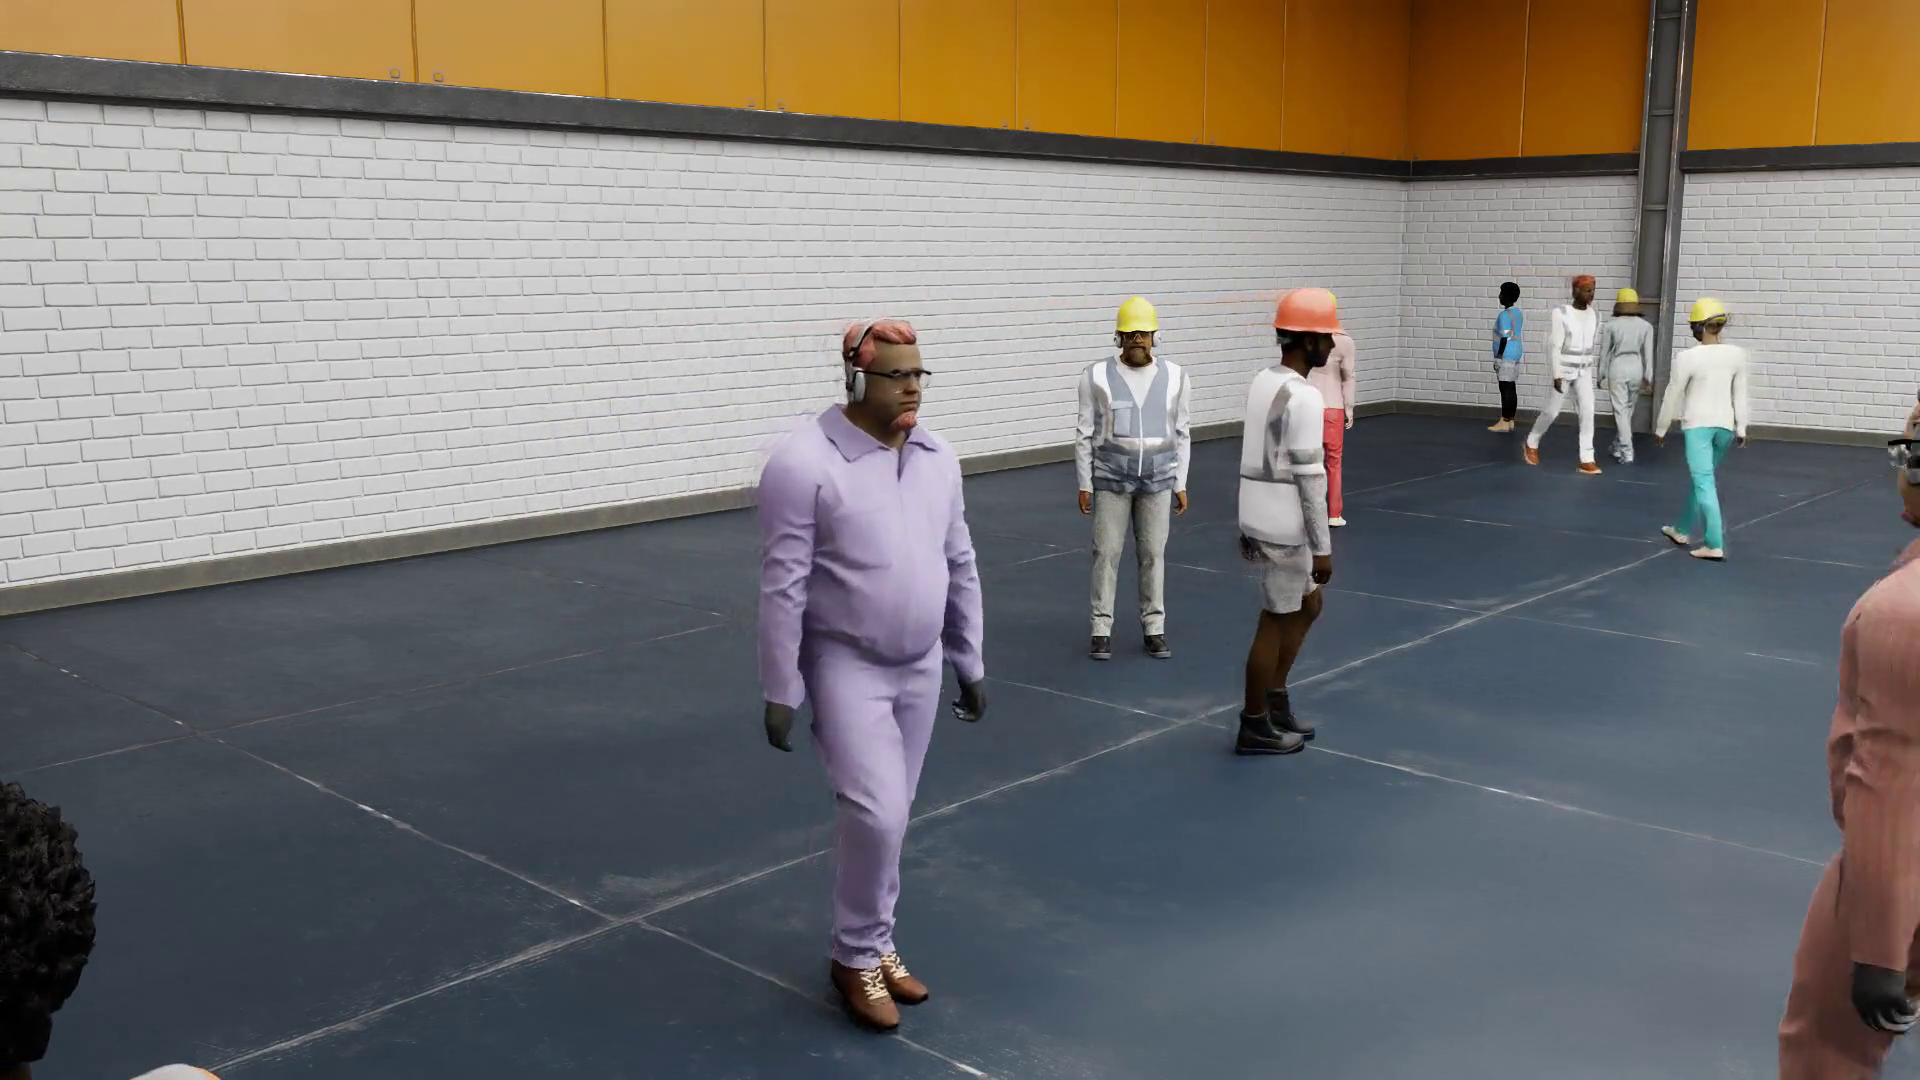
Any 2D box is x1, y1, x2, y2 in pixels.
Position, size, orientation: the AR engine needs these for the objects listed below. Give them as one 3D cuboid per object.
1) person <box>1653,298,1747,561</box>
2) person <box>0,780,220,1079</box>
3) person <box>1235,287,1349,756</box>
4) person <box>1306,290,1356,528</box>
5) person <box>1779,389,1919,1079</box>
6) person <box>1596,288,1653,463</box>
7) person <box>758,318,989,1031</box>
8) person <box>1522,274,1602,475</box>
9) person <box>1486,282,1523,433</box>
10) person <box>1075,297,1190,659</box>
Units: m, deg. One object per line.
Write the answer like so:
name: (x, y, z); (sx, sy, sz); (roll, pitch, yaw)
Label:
person: (4.962, -0.760, 11.266); (0.557, 1.726, 0.840); (-3, 10, -15)
person: (-0.742, 1.007, 1.345); (0.318, 1.691, 0.532); (3, 10, 16)
person: (1.366, -0.057, 6.747); (0.550, 1.916, 0.582); (-2, 10, -10)
person: (2.669, -0.967, 12.365); (0.524, 1.769, 0.314); (3, 10, 18)
person: (1.831, 0.632, 2.982); (0.634, 1.872, 0.875); (-4, 11, -22)
person: (6.489, -1.607, 16.241); (0.487, 1.687, 0.917); (0, 10, 2)
person: (-0.176, 0.361, 4.447); (0.554, 1.888, 0.674); (10, 14, 44)
person: (5.684, -1.566, 15.586); (0.569, 1.844, 0.964); (-2, 10, -13)
person: (6.176, -2.062, 18.801); (0.318, 1.697, 0.534); (7, 12, 33)
person: (0.877, -0.305, 8.412); (0.590, 1.833, 0.404); (-1, 10, -5)
